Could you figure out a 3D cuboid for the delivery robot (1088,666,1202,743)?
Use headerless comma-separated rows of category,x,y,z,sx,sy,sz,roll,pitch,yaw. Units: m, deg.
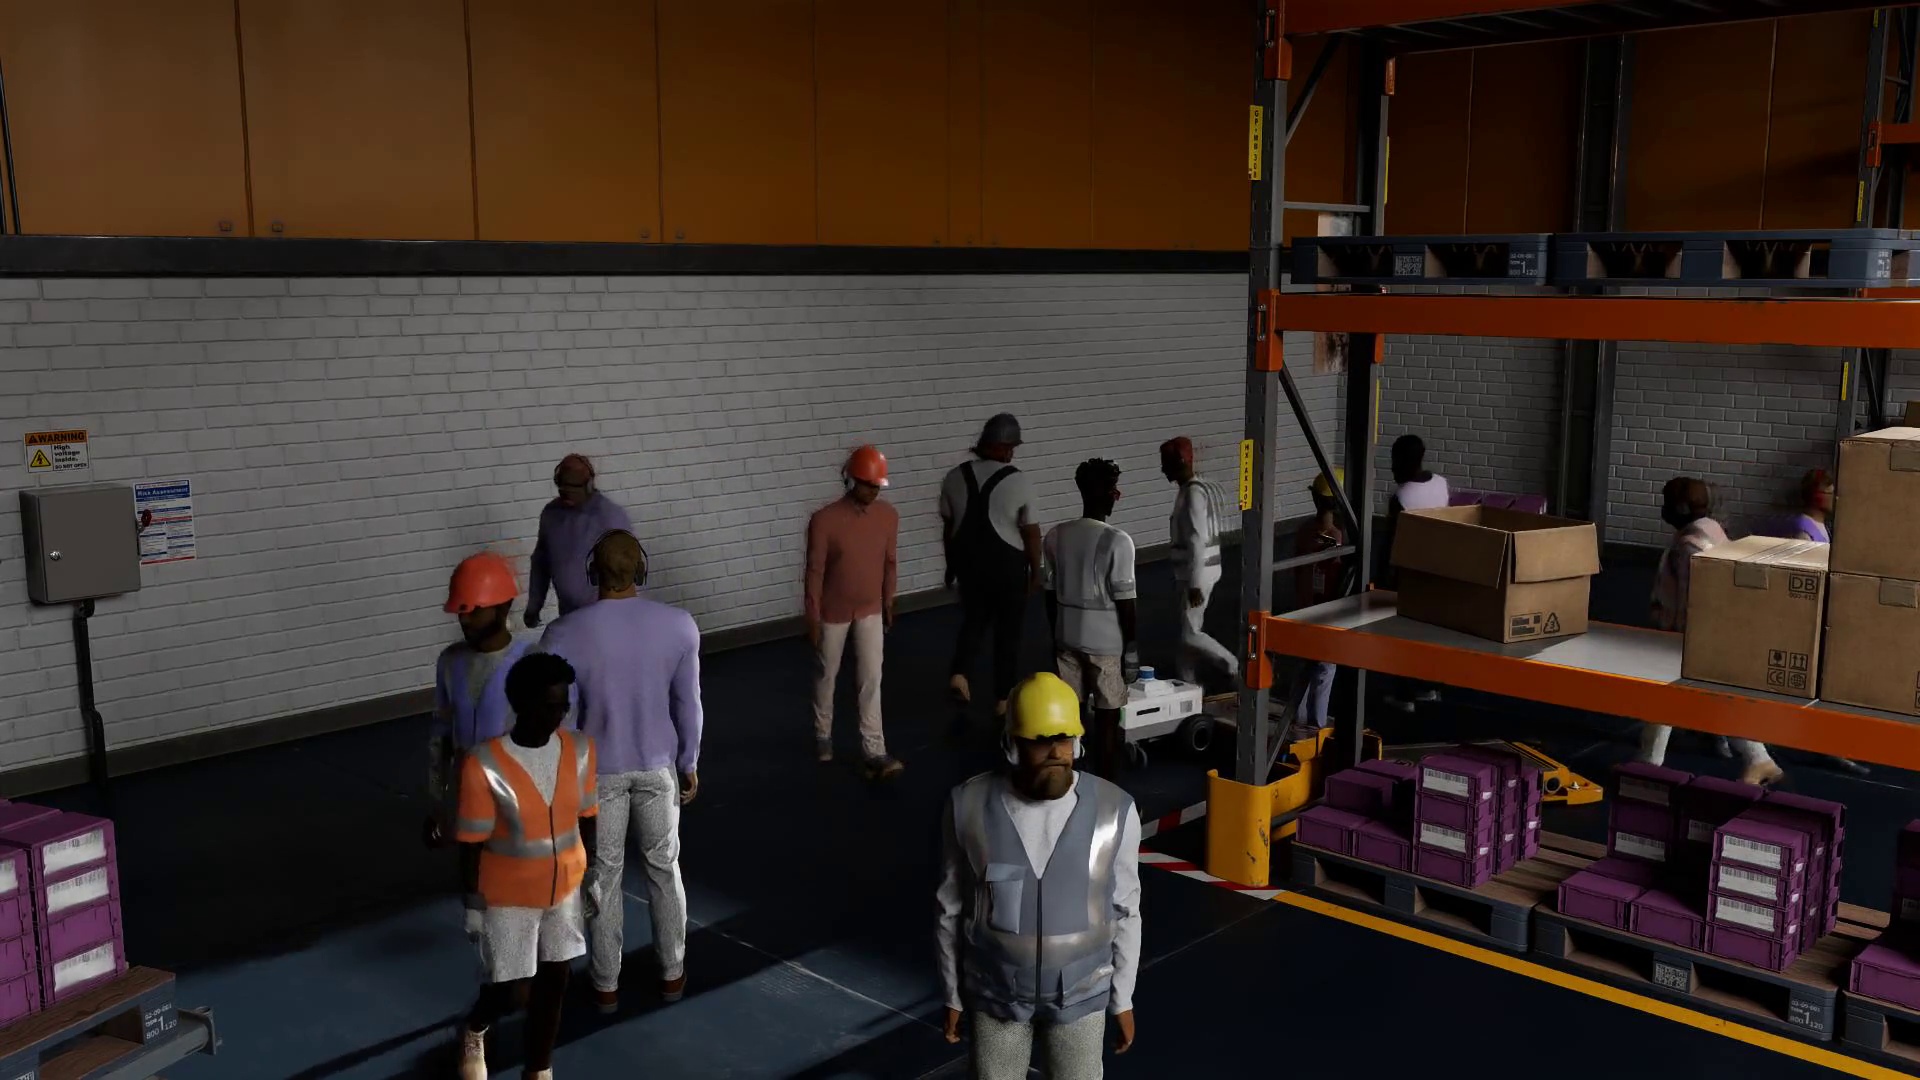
delivery robot,1.114,1.005,10.006,0.707,0.478,0.477,-6,11,-34

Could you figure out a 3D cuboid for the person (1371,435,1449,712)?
person,3.016,0.231,11.044,0.670,1.868,0.453,-9,13,-42

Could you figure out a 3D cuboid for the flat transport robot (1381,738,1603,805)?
flat transport robot,2.759,1.312,9.277,1.431,0.197,0.652,-2,9,-11

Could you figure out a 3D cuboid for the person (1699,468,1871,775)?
person,4.888,0.462,9.800,0.883,1.816,0.579,7,11,35

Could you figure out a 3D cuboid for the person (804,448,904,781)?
person,-0.618,0.417,9.713,0.670,1.924,1.022,-5,10,-28

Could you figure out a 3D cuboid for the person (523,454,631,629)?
person,-2.268,0.418,9.884,0.802,1.872,0.728,6,11,34

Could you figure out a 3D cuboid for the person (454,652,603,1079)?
person,-1.513,1.189,5.739,0.458,1.677,0.533,9,13,44

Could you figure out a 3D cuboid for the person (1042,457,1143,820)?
person,0.712,0.536,8.848,0.603,1.967,0.366,9,13,44

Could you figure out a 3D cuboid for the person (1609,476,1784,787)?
person,4.210,0.544,9.353,0.861,1.800,0.655,7,12,38

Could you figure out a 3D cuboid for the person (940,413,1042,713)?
person,0.243,0.149,10.999,0.703,2.000,0.538,5,11,29

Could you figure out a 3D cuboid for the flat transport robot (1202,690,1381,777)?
flat transport robot,1.854,1.164,10.190,0.652,0.197,1.431,-6,11,-32

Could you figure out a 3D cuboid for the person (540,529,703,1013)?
person,-1.335,0.914,6.619,0.630,1.940,0.372,-3,10,-20

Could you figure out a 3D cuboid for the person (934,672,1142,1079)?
person,0.221,1.272,4.739,0.592,1.837,0.404,0,9,2

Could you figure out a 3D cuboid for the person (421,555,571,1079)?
person,-1.765,0.982,6.365,0.553,1.891,0.964,4,10,25

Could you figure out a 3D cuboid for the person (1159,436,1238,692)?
person,1.622,0.250,10.942,0.650,1.857,0.651,1,9,5

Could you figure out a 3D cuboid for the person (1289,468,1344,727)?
person,2.195,0.447,10.015,0.326,1.767,0.533,-2,10,-15
